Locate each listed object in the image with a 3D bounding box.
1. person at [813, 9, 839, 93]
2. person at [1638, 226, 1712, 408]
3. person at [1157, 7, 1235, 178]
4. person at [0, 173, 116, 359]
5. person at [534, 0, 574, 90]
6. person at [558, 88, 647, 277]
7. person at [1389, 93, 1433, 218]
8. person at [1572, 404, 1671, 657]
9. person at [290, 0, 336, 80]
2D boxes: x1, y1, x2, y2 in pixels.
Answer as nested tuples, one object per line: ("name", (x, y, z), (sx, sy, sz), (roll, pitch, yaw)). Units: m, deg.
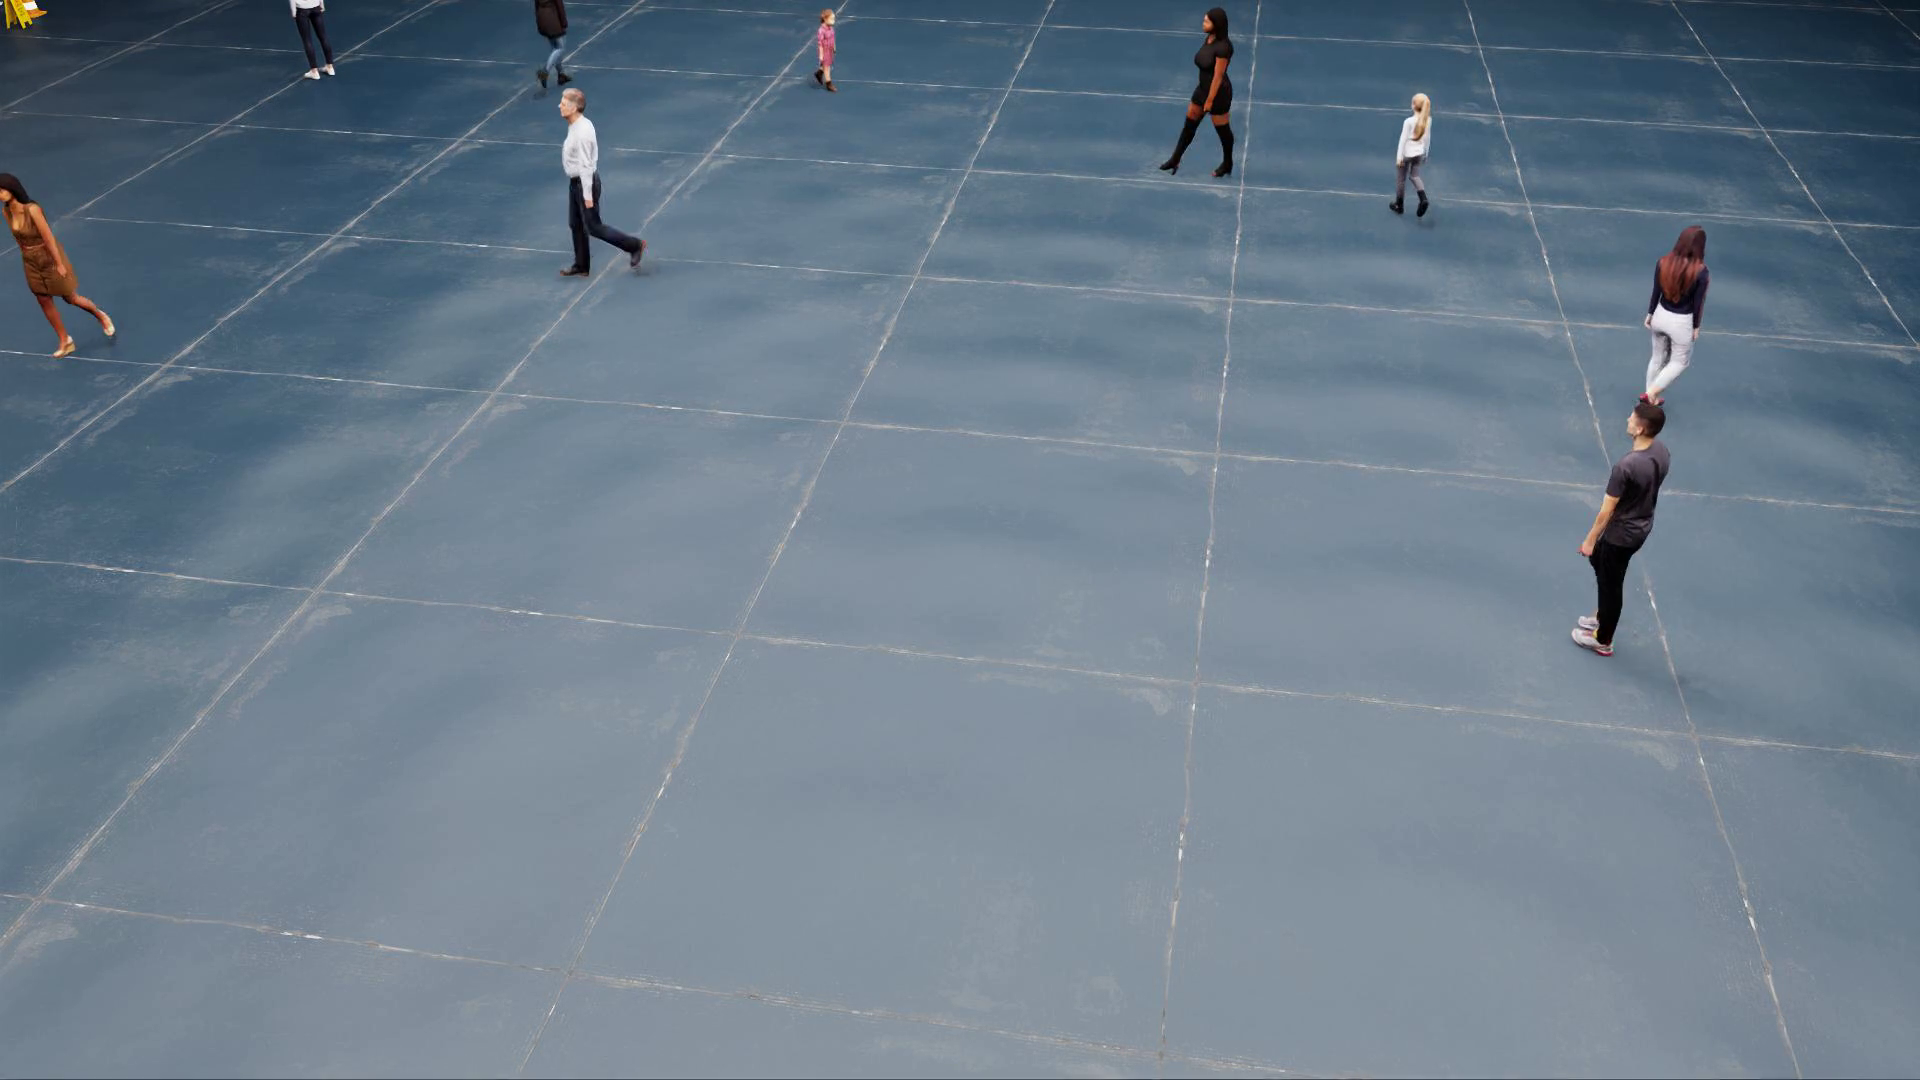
("person", (-1.686, -6.094, 20.654), (0.664, 1.010, 0.556), (19, 37, 27))
("person", (5.600, -1.681, 13.113), (0.900, 1.593, 0.846), (-23, 39, -32))
("person", (2.787, -4.722, 17.725), (1.189, 1.815, 0.967), (-8, 33, -12))
("person", (-7.698, -2.351, 14.114), (0.823, 1.657, 0.698), (8, 33, 12))
("person", (-5.082, -6.369, 20.517), (0.943, 1.621, 0.879), (17, 36, 24))
("person", (-3.414, -3.304, 15.491), (1.181, 1.800, 0.949), (-8, 33, -12))
("person", (4.636, -3.898, 16.933), (0.766, 1.267, 0.756), (-11, 34, -17))
("person", (4.190, -0.018, 10.323), (0.774, 1.757, 0.809), (-26, 41, -35))
("person", (-8.225, -6.707, 20.980), (0.690, 1.700, 0.691), (21, 38, 30))
